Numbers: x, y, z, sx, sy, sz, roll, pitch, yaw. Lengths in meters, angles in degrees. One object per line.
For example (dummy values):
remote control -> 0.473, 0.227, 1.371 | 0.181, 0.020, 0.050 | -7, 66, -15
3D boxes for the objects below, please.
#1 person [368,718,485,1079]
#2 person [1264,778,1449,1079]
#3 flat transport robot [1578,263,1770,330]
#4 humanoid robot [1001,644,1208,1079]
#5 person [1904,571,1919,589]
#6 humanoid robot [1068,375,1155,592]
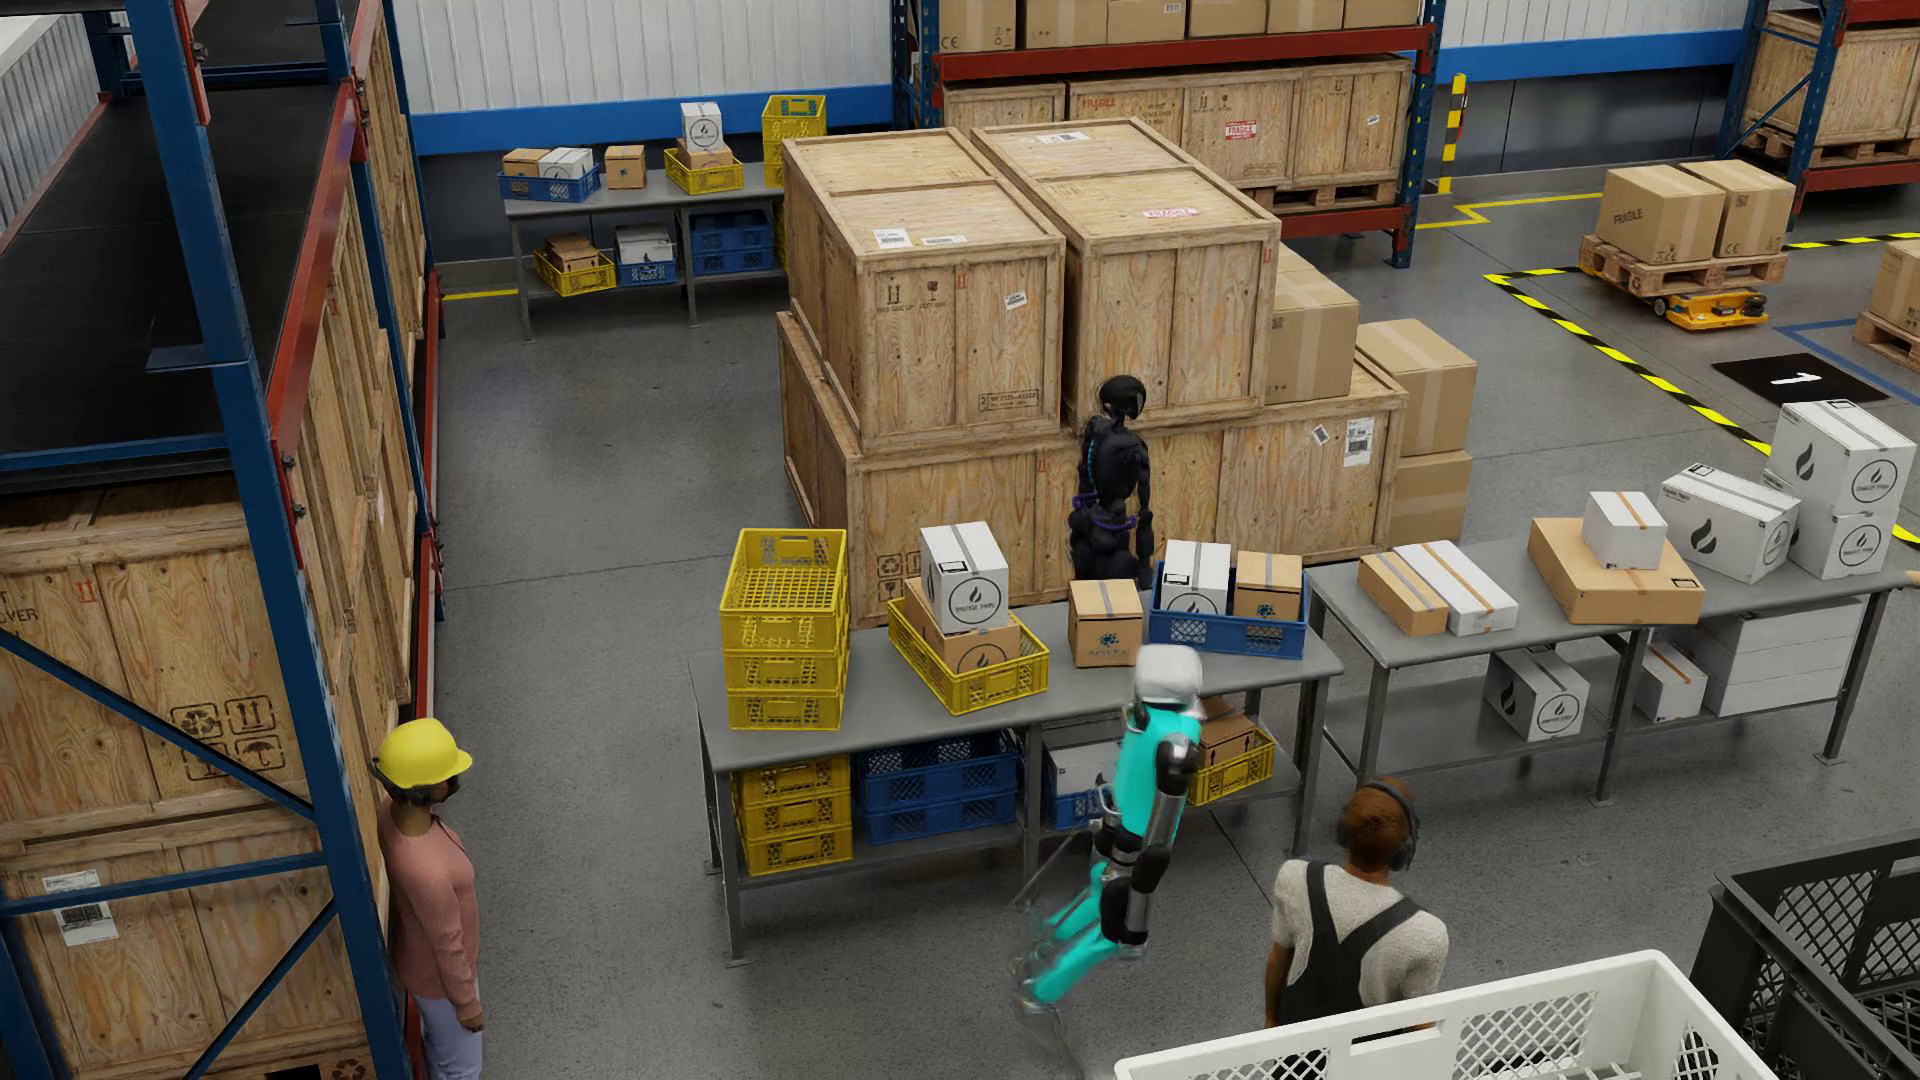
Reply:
person -> -1.592, 1.308, 5.200 | 0.334, 1.760, 0.522 | -15, 32, -25
person -> 1.107, 1.472, 4.827 | 0.502, 1.836, 0.332 | 19, 34, 30
flat transport robot -> 5.407, -1.955, 12.637 | 0.652, 0.197, 1.431 | -7, 30, -13
humanoid robot -> 0.392, 1.159, 5.515 | 0.766, 1.788, 0.546 | -2, 29, -3
person -> 5.216, -0.559, 8.291 | 0.367, 2.048, 0.606 | 1, 29, 2
humanoid robot -> 0.721, -0.027, 7.743 | 0.759, 1.632, 0.607 | -14, 32, -24
